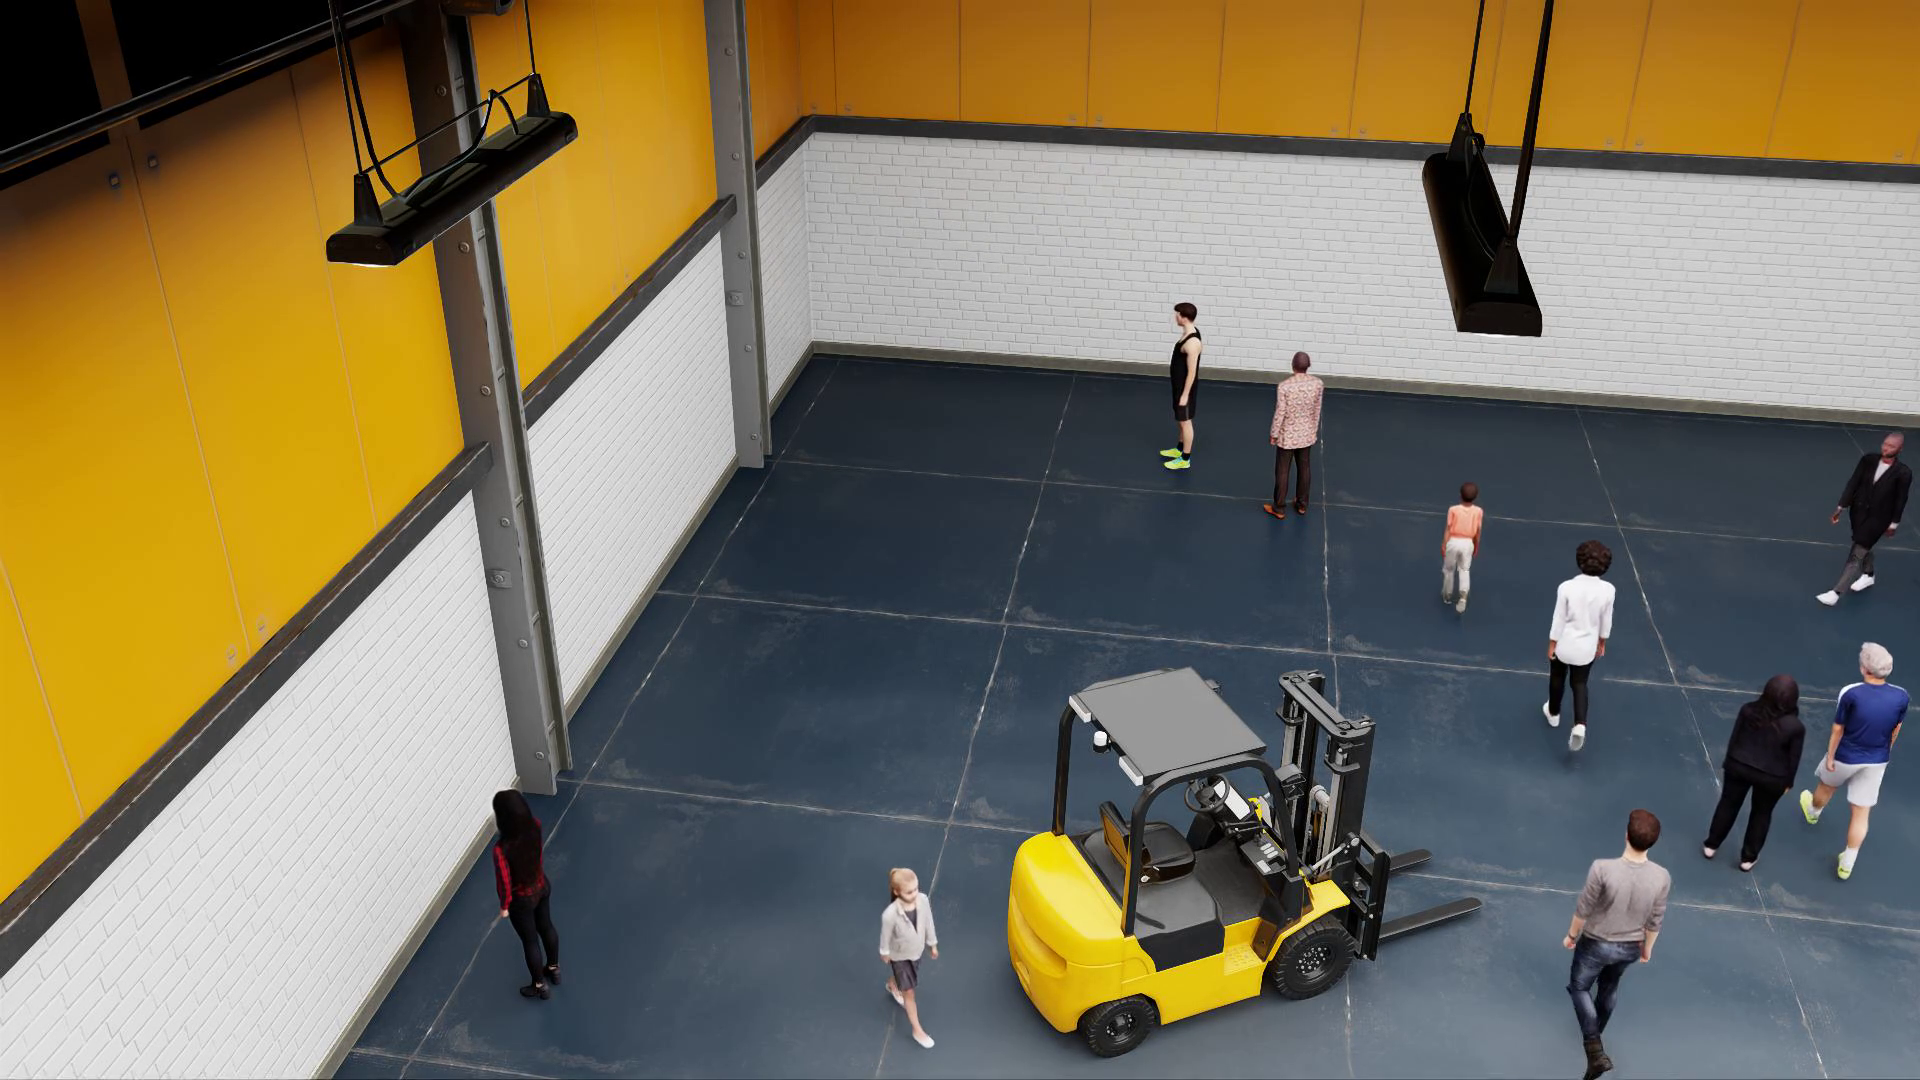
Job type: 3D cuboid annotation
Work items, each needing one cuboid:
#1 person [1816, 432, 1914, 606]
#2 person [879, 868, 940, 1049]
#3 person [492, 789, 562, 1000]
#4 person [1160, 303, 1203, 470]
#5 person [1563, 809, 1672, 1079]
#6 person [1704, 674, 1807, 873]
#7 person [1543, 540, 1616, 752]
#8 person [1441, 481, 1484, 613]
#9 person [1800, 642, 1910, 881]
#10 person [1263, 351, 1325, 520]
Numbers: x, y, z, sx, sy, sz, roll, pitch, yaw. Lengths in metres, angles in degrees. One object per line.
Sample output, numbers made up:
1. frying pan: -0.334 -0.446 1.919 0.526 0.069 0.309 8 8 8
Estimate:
1. person: 8.573 -0.219 15.573 1.148 1.710 1.173 -14 32 -24
2. person: -0.382 2.626 10.842 0.872 1.246 0.908 -21 35 -33
3. person: -2.842 2.325 10.964 0.692 1.656 0.527 12 31 21
4. person: 2.446 -1.692 18.083 0.782 1.891 0.580 0 29 0
5. person: 4.052 2.550 10.310 0.770 1.888 1.030 2 29 3
6. person: 5.828 1.699 12.160 0.753 1.610 0.770 19 34 31
7. person: 5.017 0.872 13.492 0.689 1.788 1.052 3 29 5
8. person: 4.663 0.071 15.472 0.509 1.297 0.763 3 29 5
9. person: 6.542 1.667 12.087 0.726 1.737 1.132 8 30 15
10. person: 3.437 -1.081 17.050 0.768 1.808 0.759 -8 30 -15
